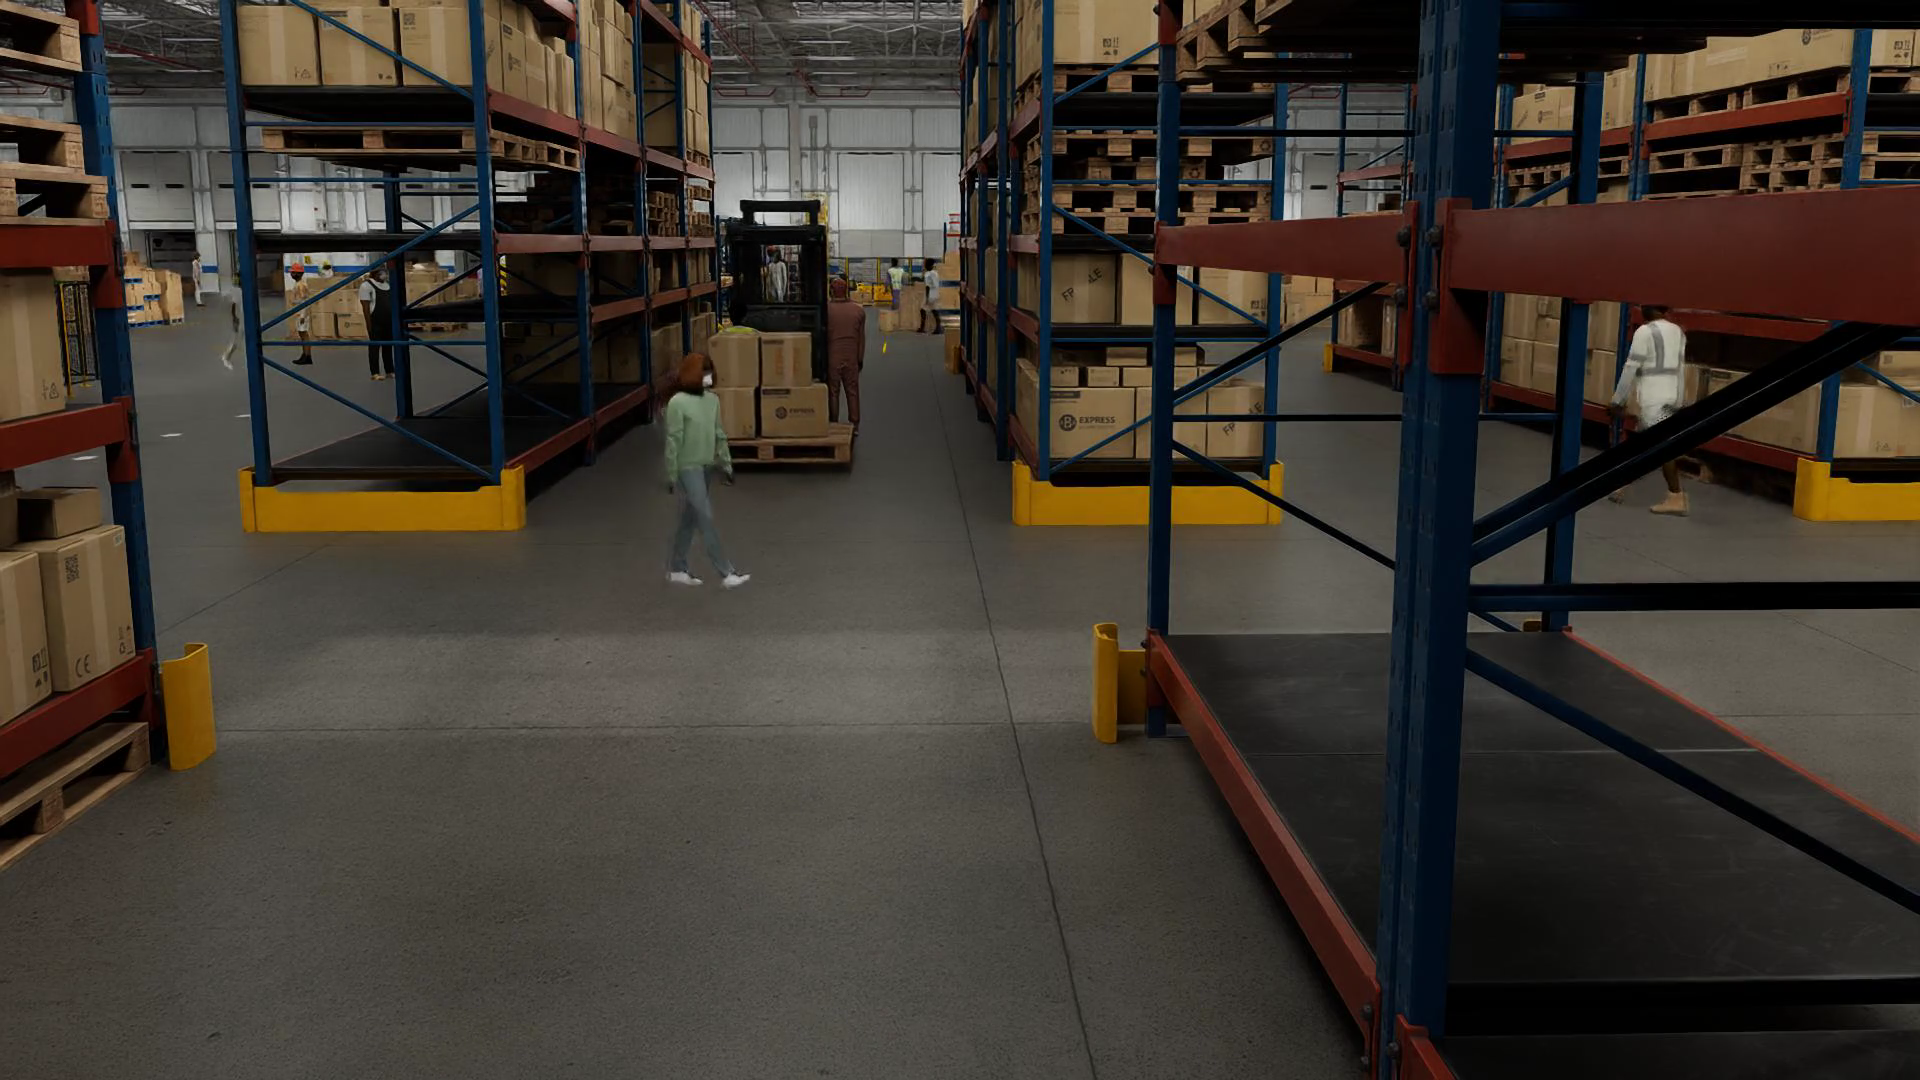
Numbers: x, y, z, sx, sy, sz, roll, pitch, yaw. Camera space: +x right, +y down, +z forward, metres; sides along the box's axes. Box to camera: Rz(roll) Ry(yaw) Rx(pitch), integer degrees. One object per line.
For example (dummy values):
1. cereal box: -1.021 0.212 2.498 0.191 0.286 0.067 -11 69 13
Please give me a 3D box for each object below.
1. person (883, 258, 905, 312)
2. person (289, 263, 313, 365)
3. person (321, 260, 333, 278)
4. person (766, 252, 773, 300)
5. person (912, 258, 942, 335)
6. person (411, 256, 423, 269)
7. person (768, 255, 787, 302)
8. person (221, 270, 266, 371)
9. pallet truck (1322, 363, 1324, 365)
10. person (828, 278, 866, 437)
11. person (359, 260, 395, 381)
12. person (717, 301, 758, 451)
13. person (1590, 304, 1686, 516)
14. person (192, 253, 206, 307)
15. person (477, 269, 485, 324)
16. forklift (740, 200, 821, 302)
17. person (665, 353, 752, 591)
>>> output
1. person: -1.923 -7.426 49.375 0.590 1.859 1.057 -9 14 -42
2. person: -12.632 -4.326 31.834 0.342 1.942 0.552 -6 12 -31
3. person: -21.232 -8.511 55.762 0.636 1.726 0.490 5 11 27
4. person: -7.715 -10.729 67.544 0.370 1.928 0.543 -1 10 -3
5. person: -0.830 -6.127 41.888 0.881 1.928 0.628 6 12 30
6. person: -18.945 -8.999 58.190 0.625 1.829 0.631 1 10 5
7. person: -5.660 -7.855 51.516 0.628 1.937 0.378 4 11 23
8. person: -13.073 -3.981 30.204 0.845 1.850 0.522 4 11 23
9. pallet truck: 7.712 -4.157 30.737 1.885 1.965 0.823 3 11 16
10. person: -1.446 -2.178 19.954 0.643 1.913 0.410 -5 12 -28
11. person: -9.803 -3.735 28.268 0.537 2.000 0.682 5 11 27
12. person: -2.448 -1.791 18.396 0.539 1.696 0.317 -6 12 -30
13. person: 5.956 -1.235 14.489 0.633 1.986 1.049 -8 13 -38
14. person: -27.553 -9.410 60.170 0.373 1.940 0.629 -4 11 -21
15. person: -13.406 -7.090 47.318 0.582 1.919 0.395 -3 11 -16
16. forklift: -2.097 -2.623 19.731 1.129 2.768 1.873 0 10 -2
17. person: -1.677 -0.450 11.172 0.801 1.592 0.523 5 11 27
